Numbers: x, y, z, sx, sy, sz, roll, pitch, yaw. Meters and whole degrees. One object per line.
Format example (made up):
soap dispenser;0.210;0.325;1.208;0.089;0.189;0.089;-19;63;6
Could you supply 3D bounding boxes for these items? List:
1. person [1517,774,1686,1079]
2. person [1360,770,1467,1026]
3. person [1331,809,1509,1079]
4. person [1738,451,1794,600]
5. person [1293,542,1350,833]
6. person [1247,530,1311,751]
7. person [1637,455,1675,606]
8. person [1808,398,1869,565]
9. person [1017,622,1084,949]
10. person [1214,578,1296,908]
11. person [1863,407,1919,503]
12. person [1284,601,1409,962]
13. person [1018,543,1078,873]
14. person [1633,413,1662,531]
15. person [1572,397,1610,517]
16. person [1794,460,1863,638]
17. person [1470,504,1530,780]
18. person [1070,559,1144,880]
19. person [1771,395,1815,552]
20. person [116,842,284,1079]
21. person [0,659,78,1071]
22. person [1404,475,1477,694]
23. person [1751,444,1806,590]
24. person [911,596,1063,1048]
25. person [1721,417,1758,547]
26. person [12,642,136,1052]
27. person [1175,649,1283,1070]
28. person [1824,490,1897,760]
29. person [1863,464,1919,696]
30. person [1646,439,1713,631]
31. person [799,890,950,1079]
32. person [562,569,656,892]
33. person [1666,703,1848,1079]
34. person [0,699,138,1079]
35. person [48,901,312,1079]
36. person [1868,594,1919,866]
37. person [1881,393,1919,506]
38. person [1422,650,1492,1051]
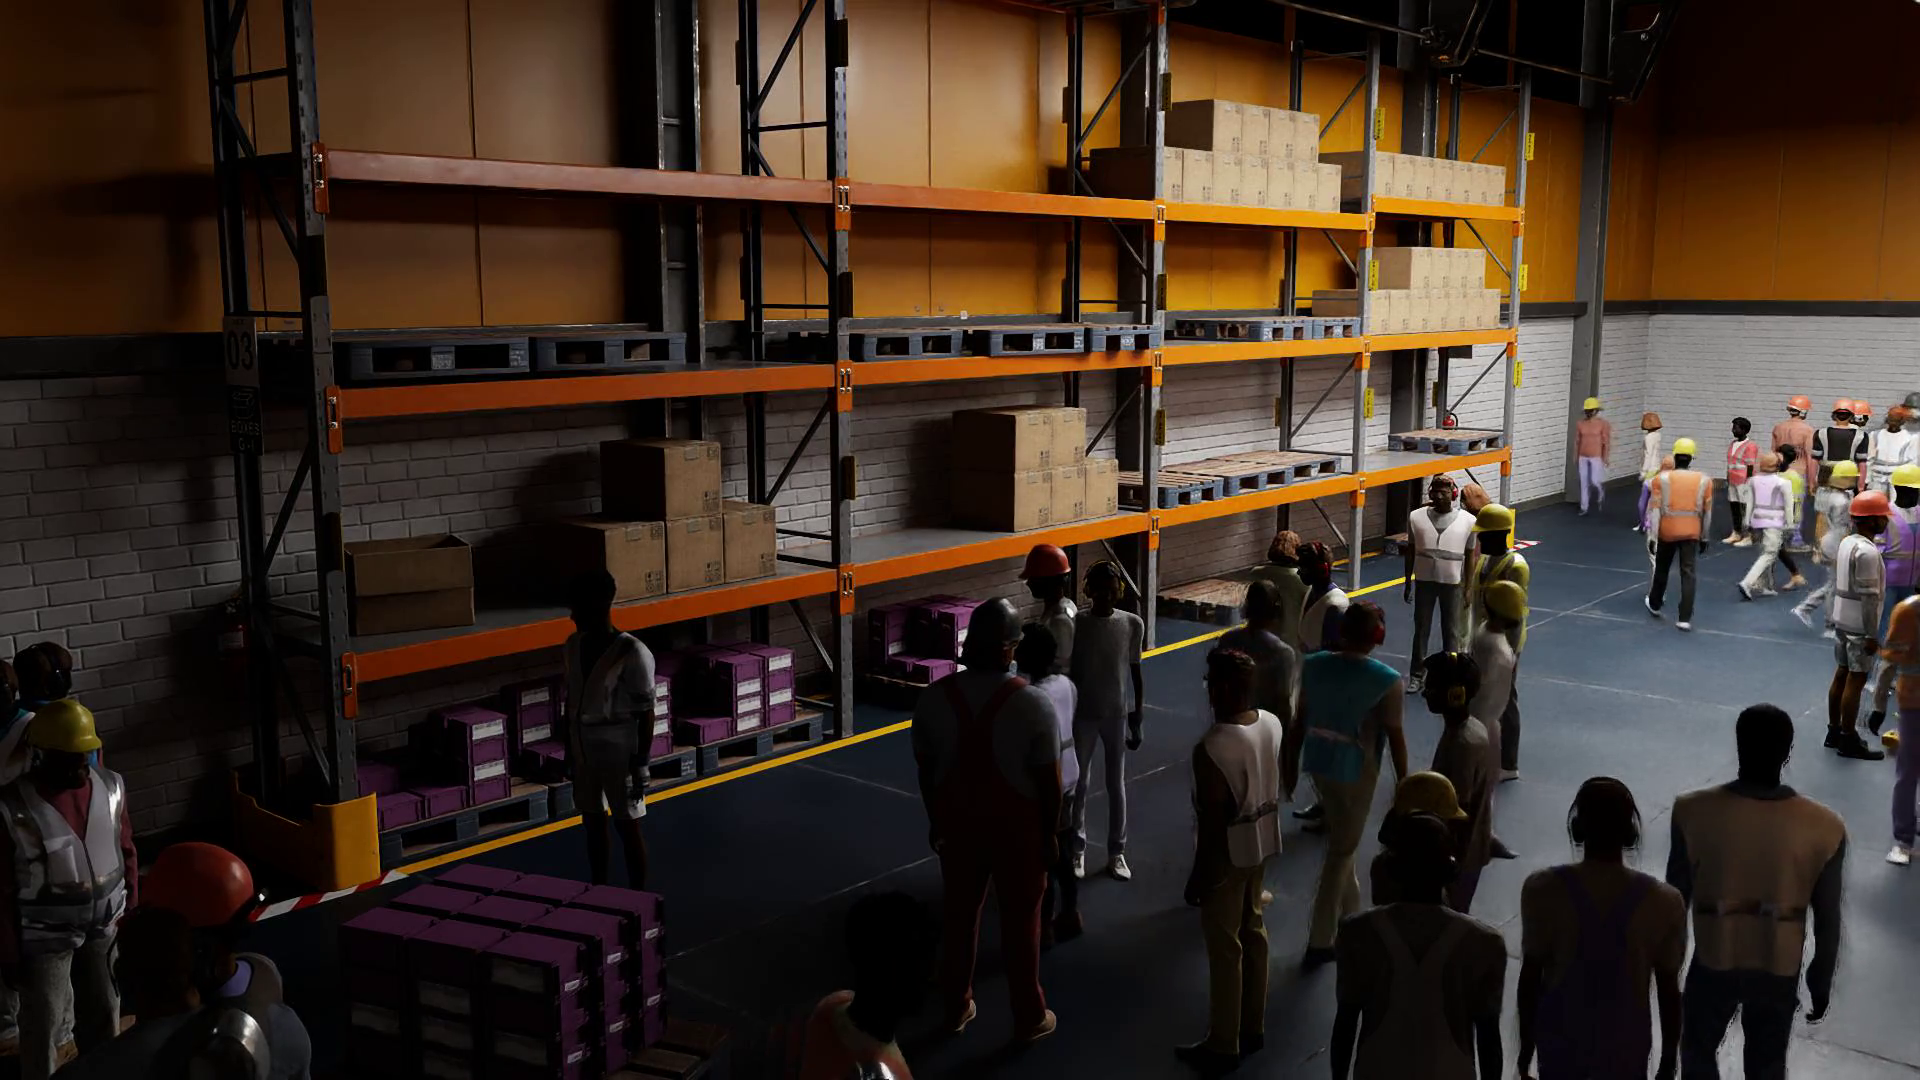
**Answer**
person;2.066;1.684;5.421;0.507;1.827;0.507;3;9;19
person;1.590;1.659;5.876;0.348;1.735;0.493;-1;9;-5
person;1.392;1.728;5.096;0.505;1.839;0.338;3;9;16
person;8.674;-0.147;17.924;0.749;1.619;0.527;-4;10;-25
person;2.273;0.914;10.387;0.417;1.828;0.562;0;9;0
person;2.343;0.737;12.175;0.504;1.623;0.287;4;10;26
person;7.502;-0.106;17.725;0.506;1.595;0.879;2;9;11
person;10.596;-0.690;20.086;0.611;2.030;0.410;5;10;28
person;0.436;1.262;8.571;0.334;1.686;0.546;6;11;33
person;1.606;1.122;9.055;0.420;1.817;0.541;-5;10;-30
person;11.701;-0.746;20.938;0.372;1.870;0.596;-8;12;-43
person;2.020;1.209;8.507;0.804;1.807;0.594;-8;12;-41
person;0.525;0.973;9.675;0.387;1.929;0.544;0;9;3
person;9.495;-0.937;22.927;0.278;1.634;0.498;7;11;37
person;9.212;-1.212;24.292;0.407;1.752;0.550;-8;12;-43
person;8.398;0.090;15.993;0.437;1.735;0.496;4;10;22
person;3.685;0.701;11.472;0.396;1.919;0.581;-2;9;-11
person;0.803;1.028;9.541;0.509;1.860;0.333;0;9;1
person;10.615;-0.845;21.176;0.382;1.994;0.613;-5;10;-27
person;-1.877;1.757;4.237;0.378;2.045;0.605;-3;9;-17
person;-4.098;1.406;7.148;0.627;1.843;0.429;2;9;14
person;3.974;0.373;13.794;0.566;1.846;0.389;4;10;22
person;9.074;-0.247;18.412;0.649;1.666;0.561;1;9;8
person;0.157;1.252;7.506;0.682;2.000;0.537;3;9;20
person;10.123;-0.754;21.586;0.321;1.688;0.535;-1;9;-7
person;-4.027;1.363;7.429;0.621;1.845;0.429;3;9;16
person;1.193;1.386;7.263;0.390;1.846;0.565;7;11;39
person;6.504;0.603;12.008;0.350;1.942;0.545;1;9;9
person;7.790;0.328;13.824;0.587;1.928;0.363;-4;10;-22
person;7.174;-0.078;16.628;0.599;1.863;1.020;2;9;10
person;-0.323;1.818;4.234;0.887;1.934;0.649;-3;9;-19
person;-1.853;1.111;8.668;0.613;1.958;0.372;6;11;34
person;2.862;1.548;6.035;0.595;1.906;0.495;3;9;19
person;-3.491;1.513;6.529;0.403;1.824;0.591;5;10;31
person;-1.905;1.828;4.128;0.629;1.937;0.379;-8;12;-42
person;5.681;0.955;9.815;0.823;1.924;0.489;-1;9;-8
person;12.478;-0.997;22.008;0.701;2.000;0.836;-2;9;-10
person;2.122;1.393;7.184;0.327;1.862;0.509;3;9;16
